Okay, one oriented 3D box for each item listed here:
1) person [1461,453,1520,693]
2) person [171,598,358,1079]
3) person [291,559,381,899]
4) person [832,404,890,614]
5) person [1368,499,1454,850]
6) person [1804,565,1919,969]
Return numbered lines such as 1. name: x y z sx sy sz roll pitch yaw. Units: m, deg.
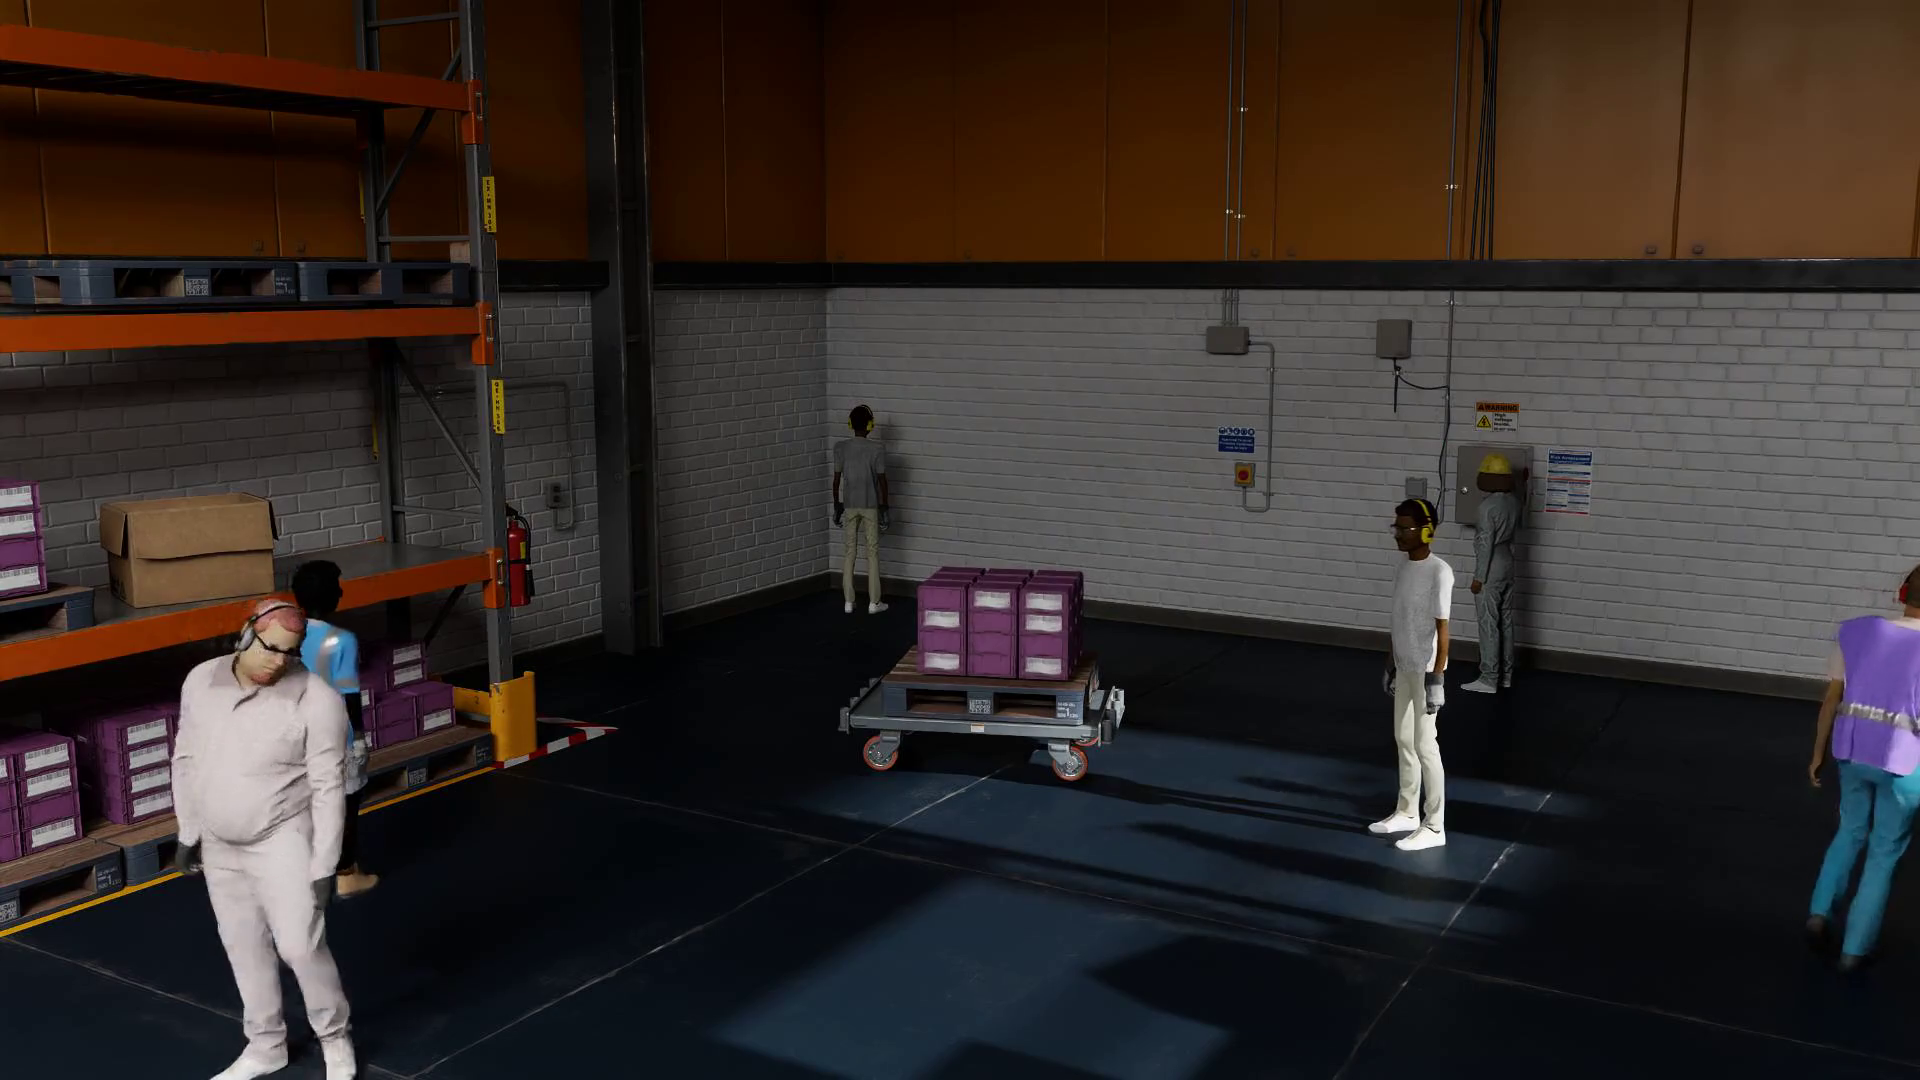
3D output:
1. person: 3.854 0.236 12.075 0.494 1.743 0.307 -9 13 -44
2. person: -2.572 1.128 6.140 0.694 1.876 0.436 2 9 15
3. person: -3.076 0.933 7.921 0.540 1.682 0.540 5 11 30
4. person: -0.880 -0.273 14.862 0.538 1.869 0.313 2 9 13
5. person: 2.411 0.701 8.817 0.316 1.861 0.514 -2 9 -15
6. person: 4.005 0.985 7.175 0.474 1.811 0.625 -7 12 -39
